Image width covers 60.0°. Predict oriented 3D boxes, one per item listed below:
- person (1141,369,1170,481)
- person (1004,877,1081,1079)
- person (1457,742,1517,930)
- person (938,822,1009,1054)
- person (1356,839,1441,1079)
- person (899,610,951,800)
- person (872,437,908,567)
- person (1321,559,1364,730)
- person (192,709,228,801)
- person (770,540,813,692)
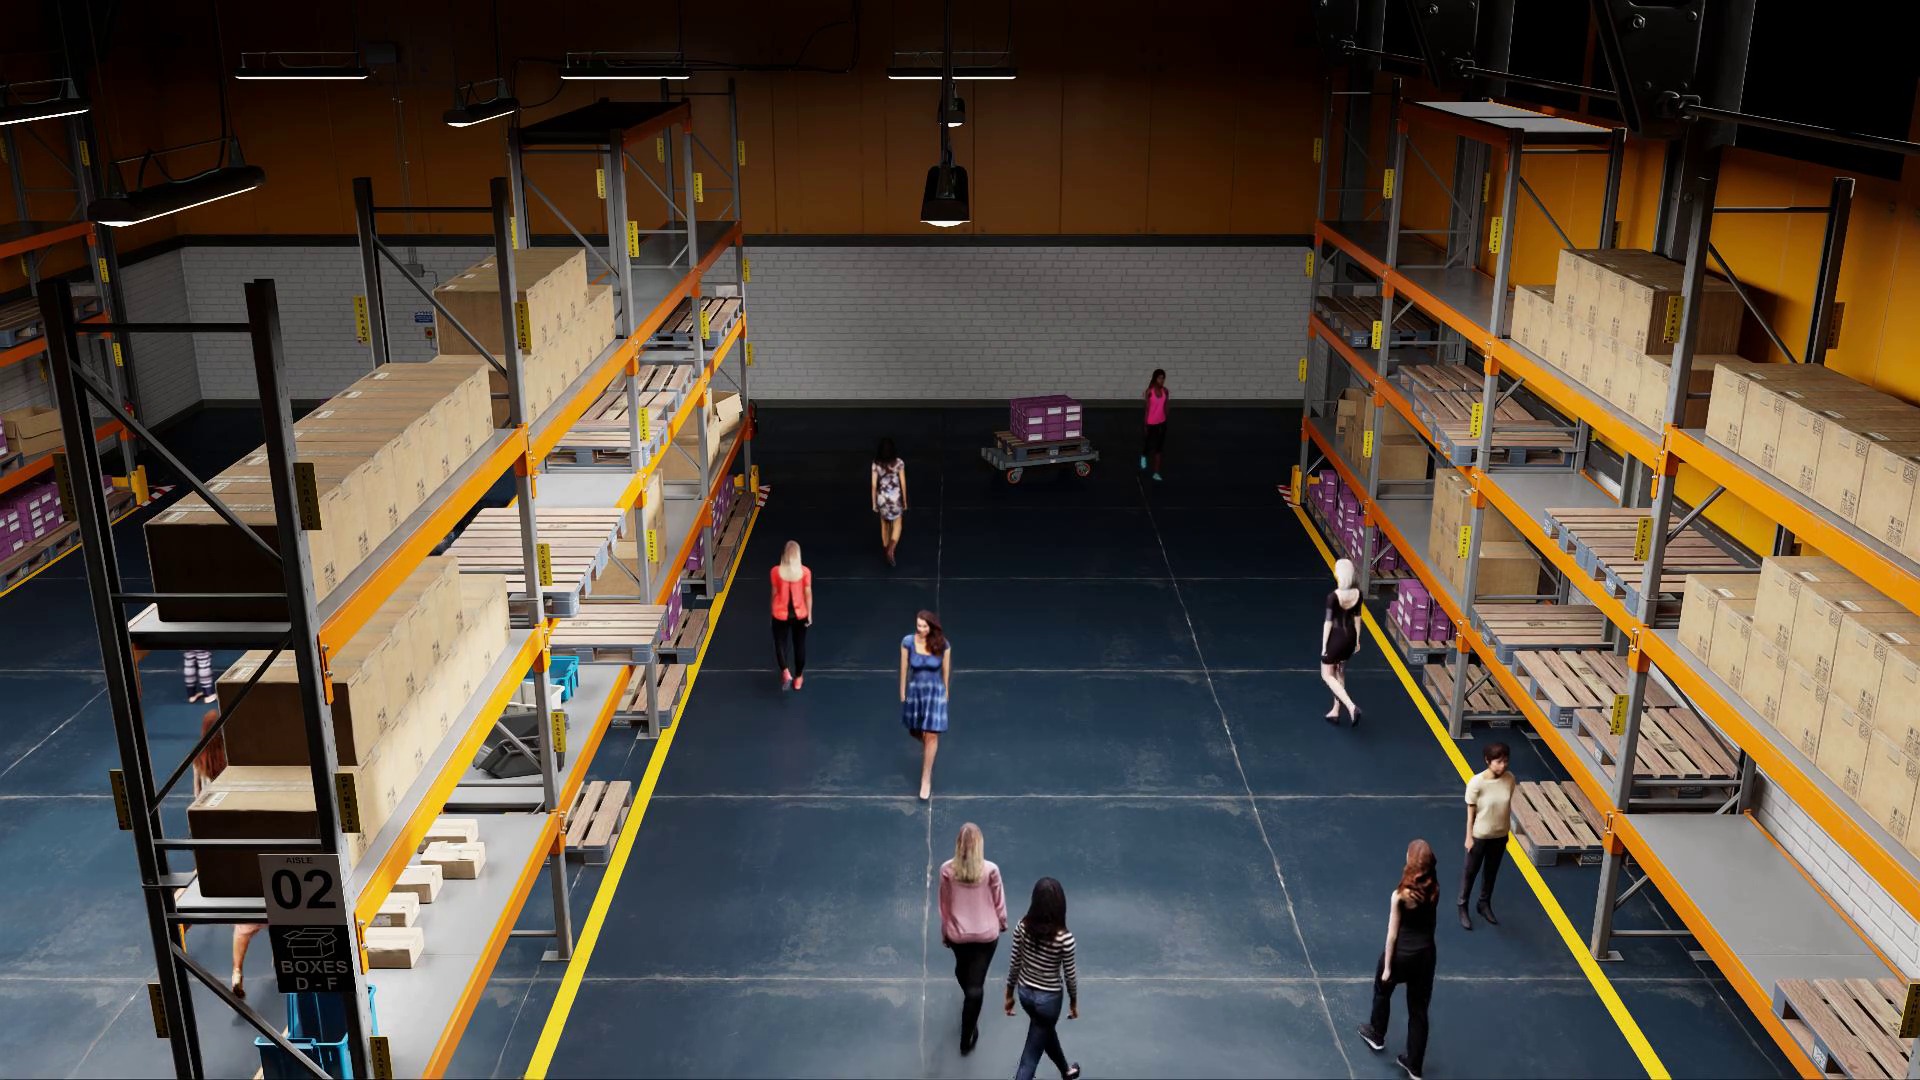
[{"bbox_3d":[2.943,-1.775,25.309,0.662,1.708,0.895,-3,19,-10],"label":"person"},{"bbox_3d":[0.476,3.104,10.791,1.021,1.728,1.194,11,22,30],"label":"person"},{"bbox_3d":[4.211,2.339,13.283,0.644,1.588,0.575,-6,19,-16],"label":"person"},{"bbox_3d":[0.068,2.828,11.733,0.762,1.649,1.086,4,19,13],"label":"person"},{"bbox_3d":[3.135,2.909,11.377,0.796,1.723,0.963,-6,20,-18],"label":"person"},{"bbox_3d":[-0.313,1.481,15.522,0.743,1.784,1.086,3,19,8],"label":"person"},{"bbox_3d":[-0.913,-0.459,21.382,0.648,1.721,0.873,2,19,5],"label":"person"},{"bbox_3d":[3.849,1.090,16.641,0.831,1.811,1.007,-7,20,-21],"label":"person"},{"bbox_3d":[-5.961,2.228,13.455,0.595,1.687,1.003,0,19,-1],"label":"person"},{"bbox_3d":[-1.789,0.846,17.572,0.665,1.680,0.878,-2,19,-7],"label":"person"}]
